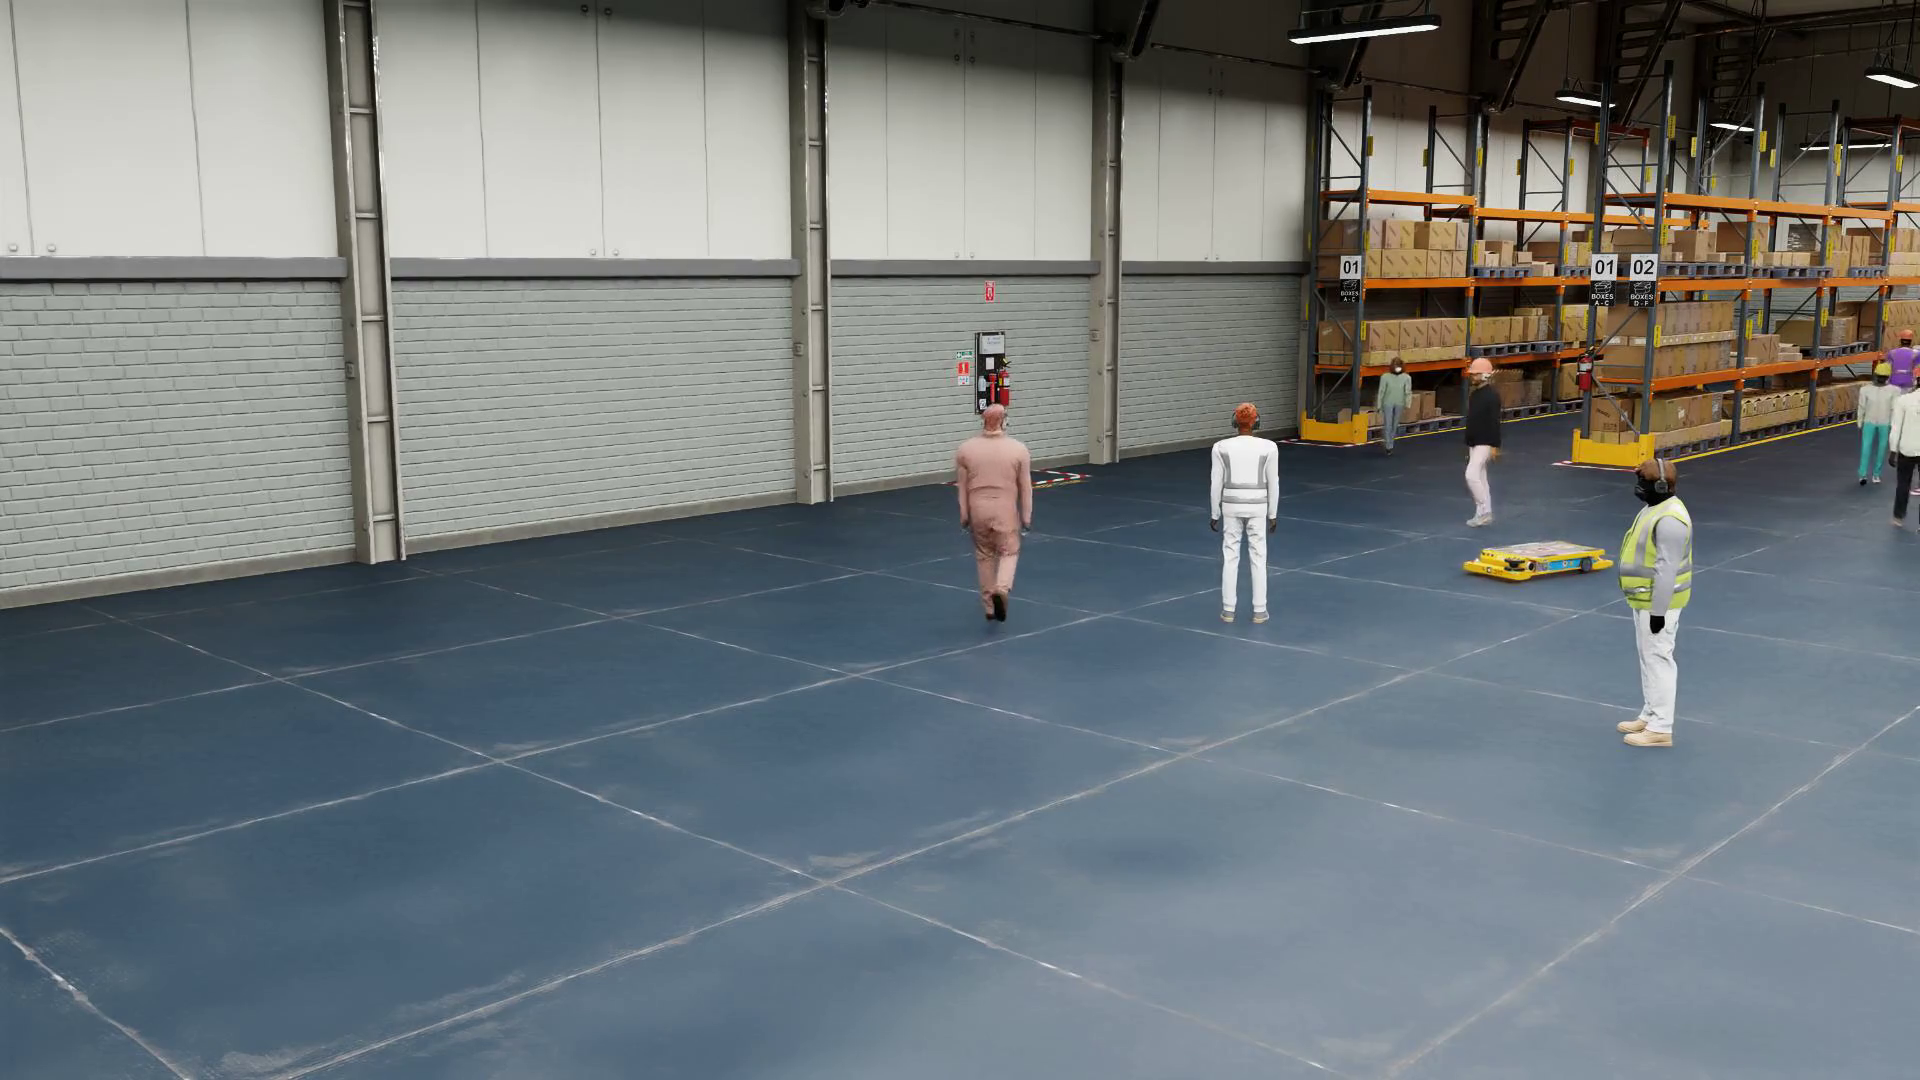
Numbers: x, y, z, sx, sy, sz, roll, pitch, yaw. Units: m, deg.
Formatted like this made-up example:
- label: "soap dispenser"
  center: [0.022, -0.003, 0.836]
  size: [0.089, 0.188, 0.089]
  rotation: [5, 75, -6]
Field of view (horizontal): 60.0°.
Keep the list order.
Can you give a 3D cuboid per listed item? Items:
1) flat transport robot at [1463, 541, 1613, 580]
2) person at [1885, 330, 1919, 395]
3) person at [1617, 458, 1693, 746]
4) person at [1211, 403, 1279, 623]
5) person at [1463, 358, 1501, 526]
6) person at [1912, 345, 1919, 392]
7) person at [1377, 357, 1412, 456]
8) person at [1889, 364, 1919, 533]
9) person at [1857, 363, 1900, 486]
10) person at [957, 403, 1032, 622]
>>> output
- label: "flat transport robot"
  center: [5.771, 0.190, 16.575]
  size: [1.431, 0.197, 0.652]
  rotation: [-6, 11, -30]
- label: "person"
  center: [16.947, -2.812, 29.872]
  size: [0.561, 1.909, 0.731]
  rotation: [7, 11, 35]
- label: "person"
  center: [4.416, 0.392, 10.610]
  size: [0.430, 1.836, 0.627]
  rotation: [2, 10, 13]
- label: "person"
  center: [2.431, -0.227, 14.216]
  size: [0.573, 1.883, 0.356]
  rotation: [2, 10, 12]
- label: "person"
  center: [6.048, -1.128, 19.399]
  size: [0.539, 1.978, 0.647]
  rotation: [-1, 9, -8]
- label: "person"
  center: [18.334, -3.076, 31.625]
  size: [0.532, 1.868, 0.310]
  rotation: [9, 13, 42]
- label: "person"
  center: [6.994, -2.132, 26.696]
  size: [0.505, 1.581, 0.831]
  rotation: [0, 9, -3]
- label: "person"
  center: [11.040, -1.058, 19.130]
  size: [0.646, 1.942, 1.033]
  rotation: [3, 10, 19]
- label: "person"
  center: [12.788, -1.606, 23.183]
  size: [0.512, 1.703, 0.912]
  rotation: [4, 10, 25]
- label: "person"
  center: [0.287, -0.216, 14.166]
  size: [0.647, 1.885, 0.658]
  rotation: [2, 10, 12]
